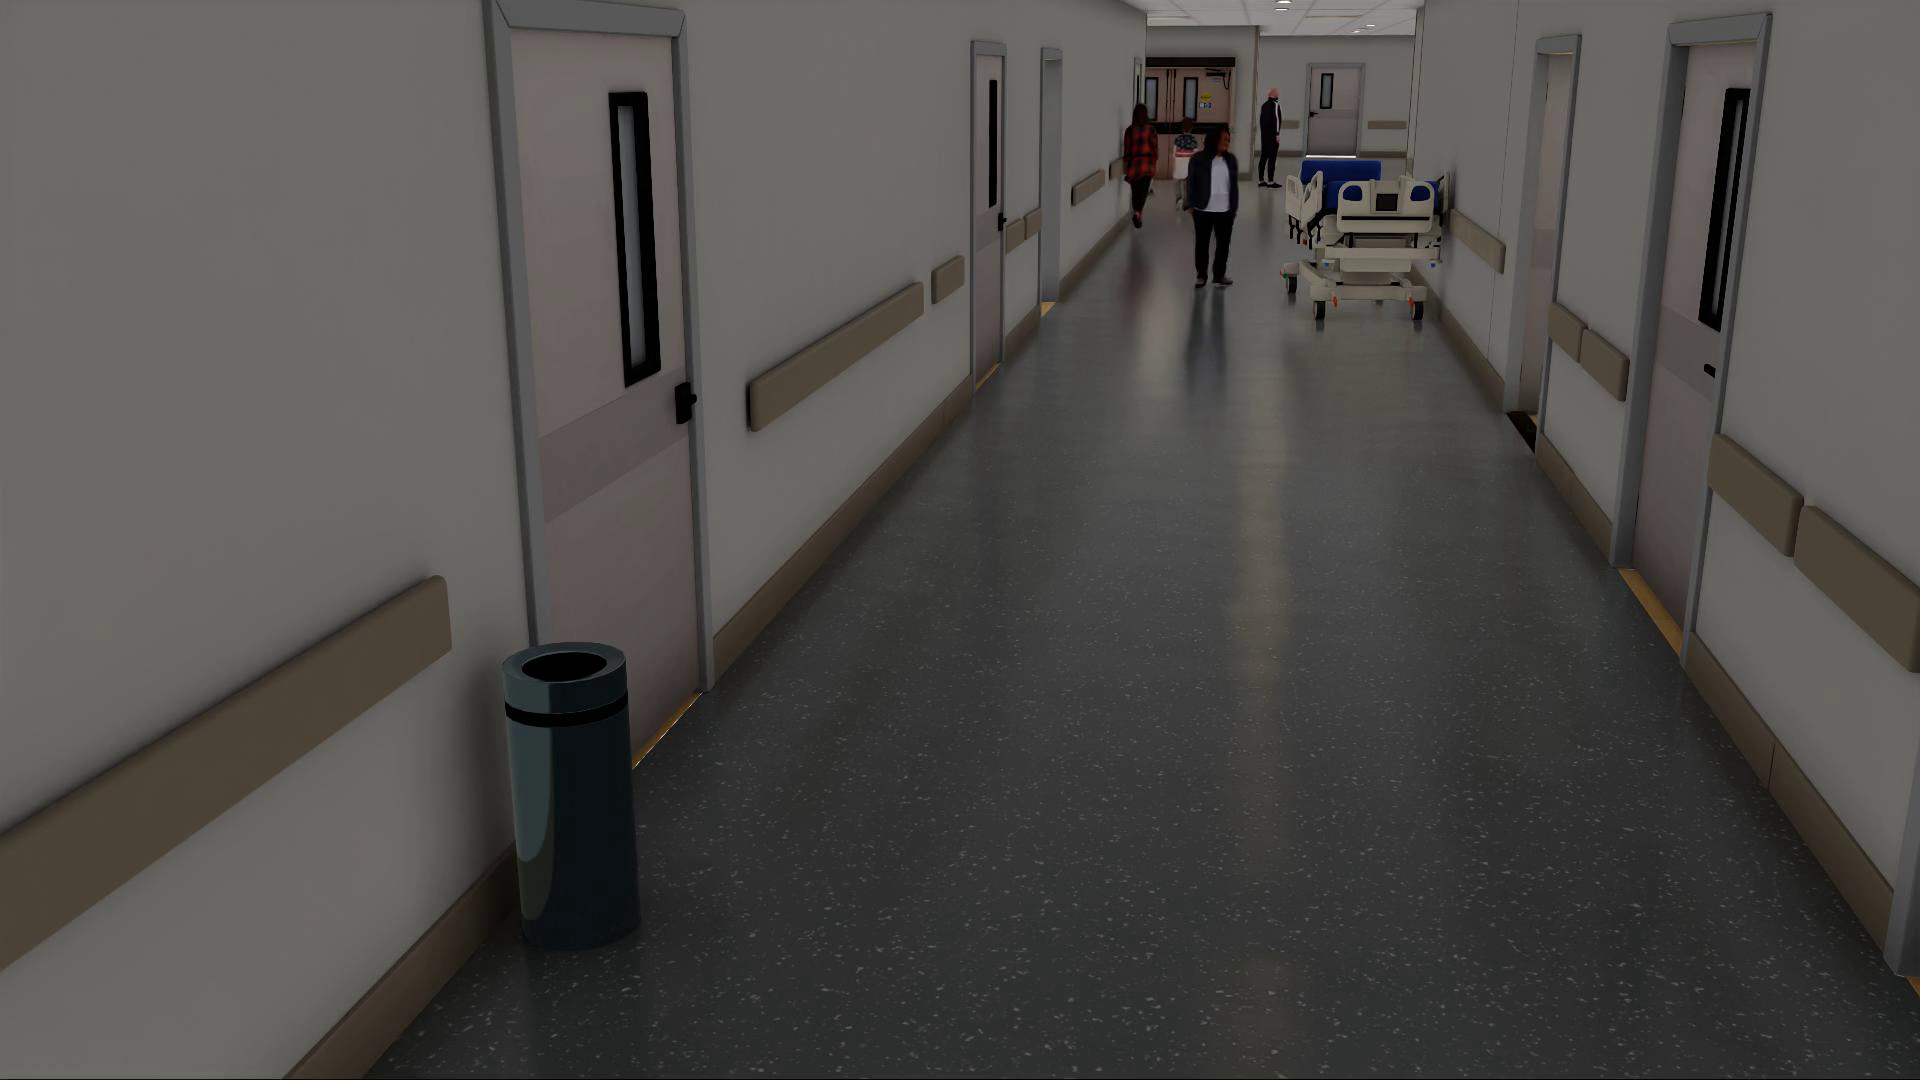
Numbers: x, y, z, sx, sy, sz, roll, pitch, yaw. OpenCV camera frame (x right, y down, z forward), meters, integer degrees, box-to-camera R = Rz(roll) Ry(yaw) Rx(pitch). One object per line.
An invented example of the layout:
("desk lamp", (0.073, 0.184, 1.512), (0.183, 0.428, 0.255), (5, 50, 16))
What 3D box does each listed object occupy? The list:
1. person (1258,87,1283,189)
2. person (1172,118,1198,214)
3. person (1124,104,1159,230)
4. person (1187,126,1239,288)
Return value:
("person", (5.806, -7.552, 31.201), (0.780, 1.836, 0.766), (-7, 17, -23))
("person", (3.433, -5.722, 25.464), (0.643, 1.427, 0.637), (1, 16, 2))
("person", (2.432, -5.001, 22.460), (1.064, 1.668, 0.772), (5, 17, 17))
("person", (2.546, -3.359, 16.786), (0.731, 1.588, 0.855), (1, 16, 2))
